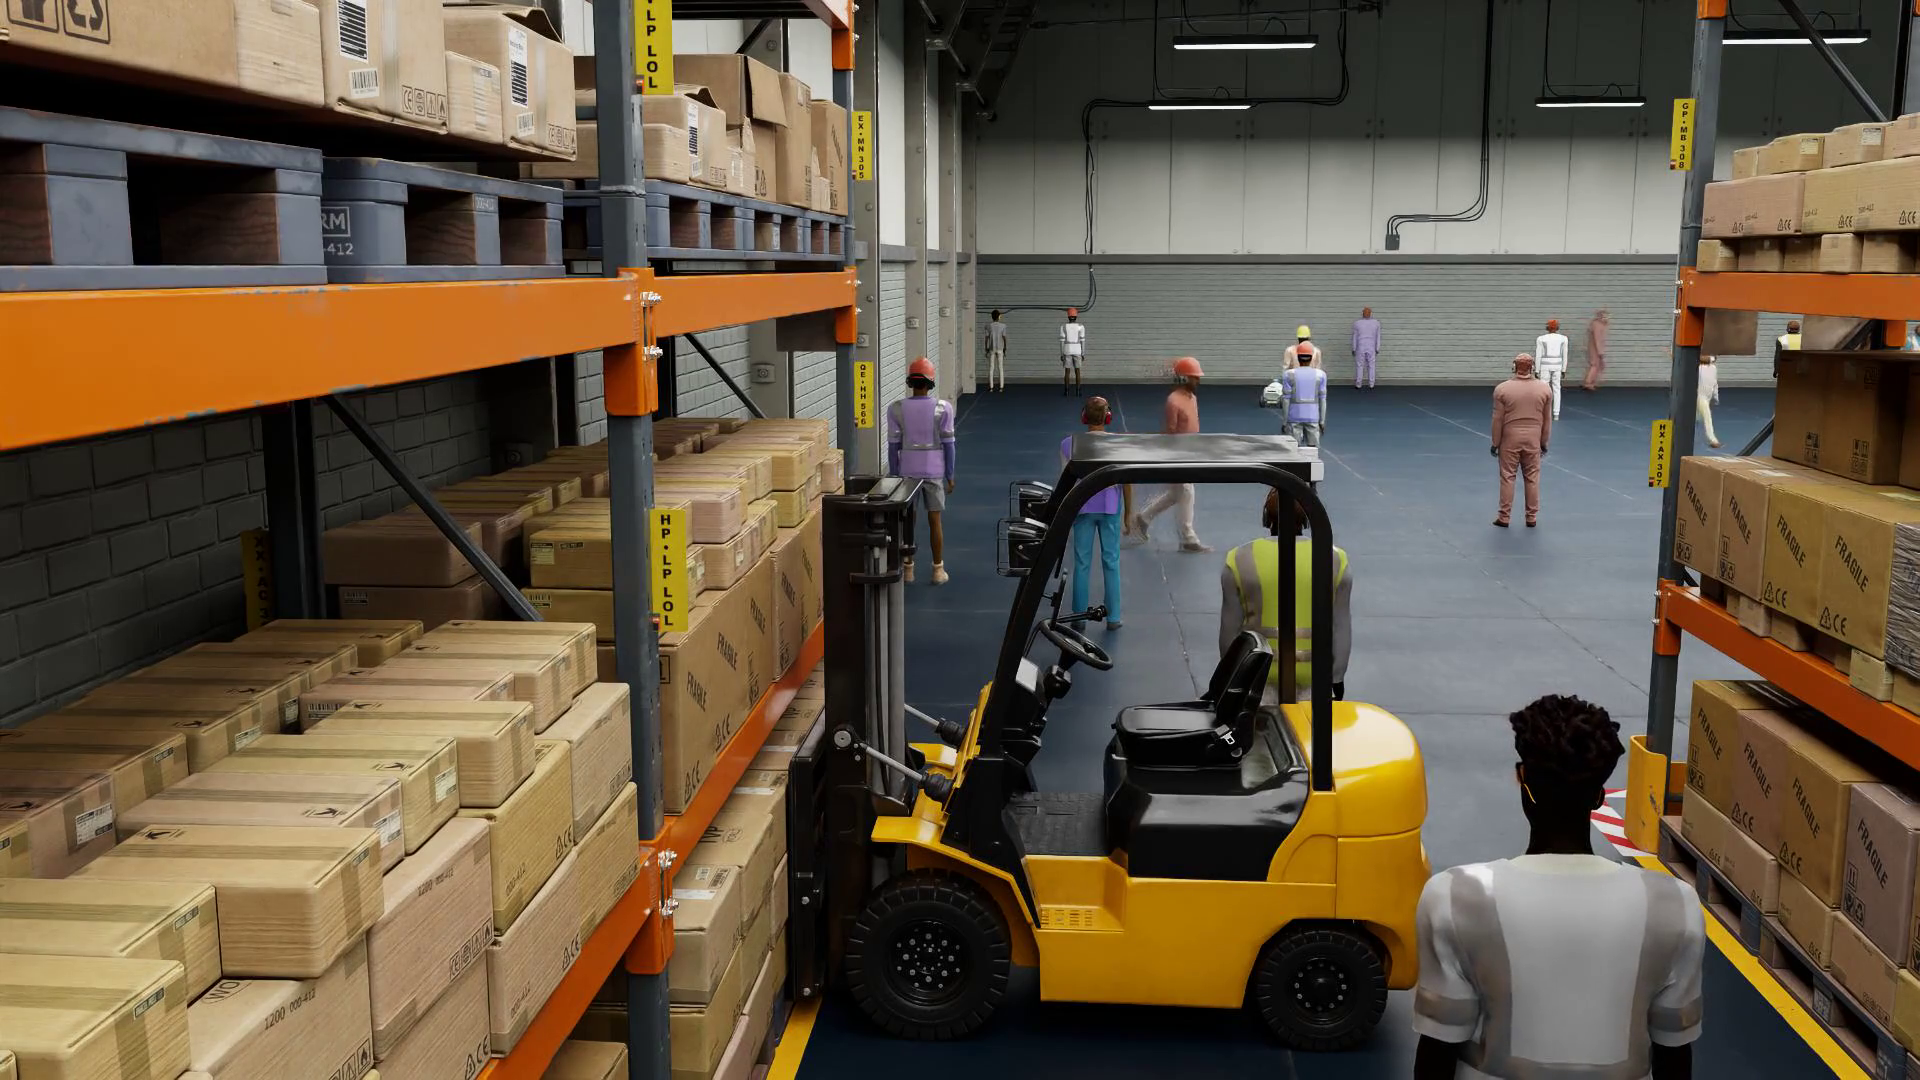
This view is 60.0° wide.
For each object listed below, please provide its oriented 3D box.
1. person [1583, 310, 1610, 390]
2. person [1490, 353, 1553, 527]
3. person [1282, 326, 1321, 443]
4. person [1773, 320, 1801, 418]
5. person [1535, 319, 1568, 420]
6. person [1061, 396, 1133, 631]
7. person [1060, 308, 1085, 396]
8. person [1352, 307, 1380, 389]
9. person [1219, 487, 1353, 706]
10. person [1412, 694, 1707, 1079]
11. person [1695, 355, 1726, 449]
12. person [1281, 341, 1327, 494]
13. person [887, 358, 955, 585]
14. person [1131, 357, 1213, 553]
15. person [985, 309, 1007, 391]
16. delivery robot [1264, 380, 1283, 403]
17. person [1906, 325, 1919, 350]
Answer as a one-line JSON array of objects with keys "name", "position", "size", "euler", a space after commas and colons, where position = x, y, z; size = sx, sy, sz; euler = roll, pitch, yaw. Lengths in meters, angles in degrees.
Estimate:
[{"name": "person", "position": [14.590, -4.334, 38.062], "size": [0.597, 1.857, 0.673], "euler": [6, 11, 33]}, {"name": "person", "position": [6.127, -1.083, 18.210], "size": [0.641, 1.908, 0.408], "euler": [1, 9, 4]}, {"name": "person", "position": [5.577, -2.543, 27.164], "size": [0.597, 1.885, 0.976], "euler": [3, 10, 19]}, {"name": "person", "position": [15.565, -3.191, 31.185], "size": [0.626, 1.844, 0.429], "euler": [1, 9, 4]}, {"name": "person", "position": [10.985, -3.171, 30.930], "size": [0.574, 1.885, 0.356], "euler": [1, 9, 4]}, {"name": "person", "position": [1.066, -0.200, 13.028], "size": [0.565, 1.850, 0.390], "euler": [1, 9, 4]}, {"name": "person", "position": [2.462, -4.106, 36.425], "size": [0.545, 1.942, 0.353], "euler": [1, 9, 4]}, {"name": "person", "position": [9.393, -4.433, 38.513], "size": [0.641, 1.908, 0.408], "euler": [1, 9, 4]}, {"name": "person", "position": [1.546, 0.640, 7.960], "size": [0.626, 1.846, 0.429], "euler": [1, 9, 4]}, {"name": "person", "position": [1.270, 1.295, 3.617], "size": [0.607, 1.966, 0.367], "euler": [1, 9, 4]}, {"name": "person", "position": [11.722, -2.241, 26.191], "size": [0.512, 1.589, 0.840], "euler": [-6, 11, -33]}, {"name": "person", "position": [4.290, -1.506, 20.766], "size": [0.556, 1.921, 0.455], "euler": [0, 9, 2]}, {"name": "person", "position": [-0.344, -0.609, 14.929], "size": [0.607, 2.044, 0.377], "euler": [1, 9, 4]}, {"name": "person", "position": [2.140, -0.863, 16.710], "size": [0.850, 1.970, 0.622], "euler": [5, 11, 27]}, {"name": "person", "position": [0.817, -4.318, 37.923], "size": [0.514, 1.872, 0.328], "euler": [1, 9, 4]}, {"name": "delivery robot", "position": [6.374, -3.004, 33.653], "size": [0.477, 0.478, 0.707], "euler": [4, 10, 20]}, {"name": "person", "position": [20.698, -3.857, 35.948], "size": [0.514, 1.605, 0.826], "euler": [5, 10, 27]}]
